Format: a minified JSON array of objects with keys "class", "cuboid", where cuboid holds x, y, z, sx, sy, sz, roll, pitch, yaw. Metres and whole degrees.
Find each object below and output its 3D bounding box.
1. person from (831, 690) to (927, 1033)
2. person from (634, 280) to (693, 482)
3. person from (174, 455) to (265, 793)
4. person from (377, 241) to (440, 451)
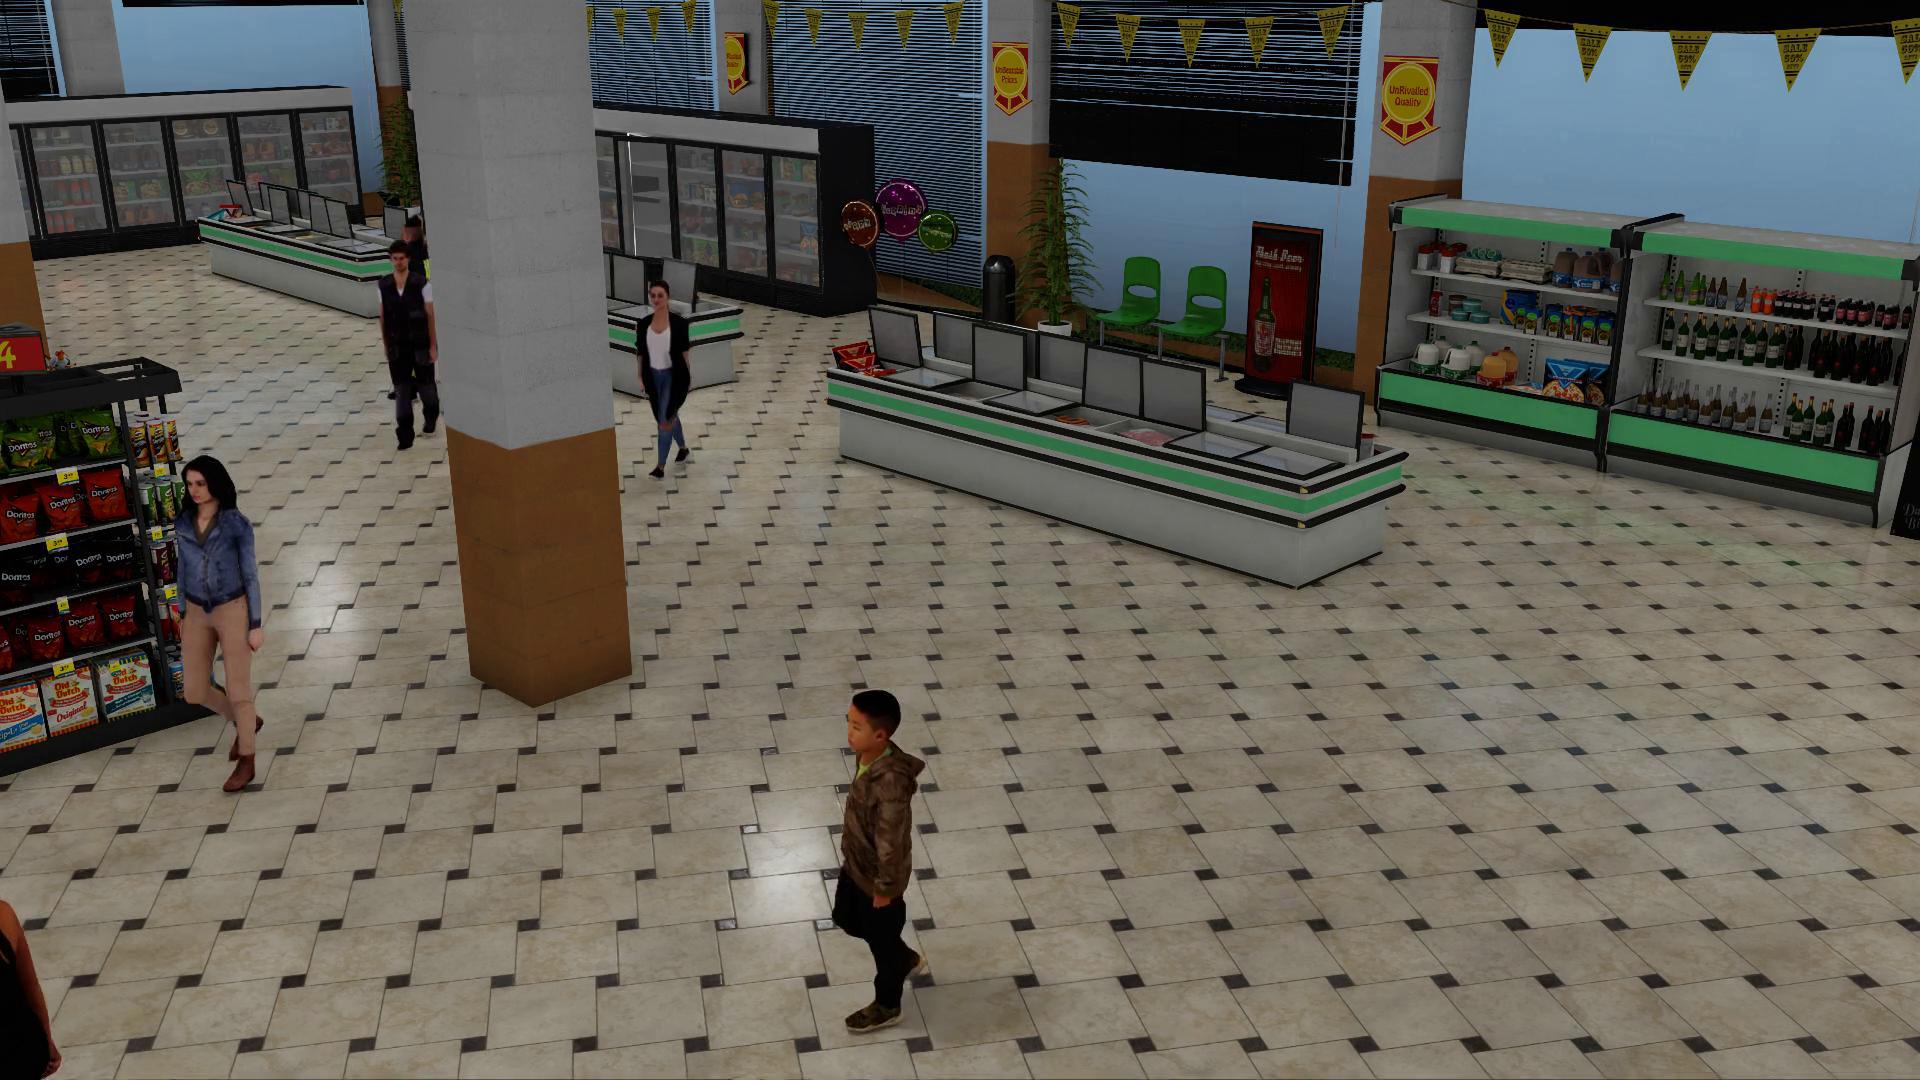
[{"class":"person","cuboid":[-0.266,1.249,6.567,0.744,1.450,0.665,-7,20,-21]},{"class":"person","cuboid":[-2.446,-1.340,13.963,1.151,1.631,1.087,4,19,12]},{"class":"person","cuboid":[-3.764,0.402,8.579,0.805,1.770,0.861,3,19,9]},{"class":"person","cuboid":[-4.905,-1.756,14.939,1.119,1.796,1.280,-2,19,-7]}]
